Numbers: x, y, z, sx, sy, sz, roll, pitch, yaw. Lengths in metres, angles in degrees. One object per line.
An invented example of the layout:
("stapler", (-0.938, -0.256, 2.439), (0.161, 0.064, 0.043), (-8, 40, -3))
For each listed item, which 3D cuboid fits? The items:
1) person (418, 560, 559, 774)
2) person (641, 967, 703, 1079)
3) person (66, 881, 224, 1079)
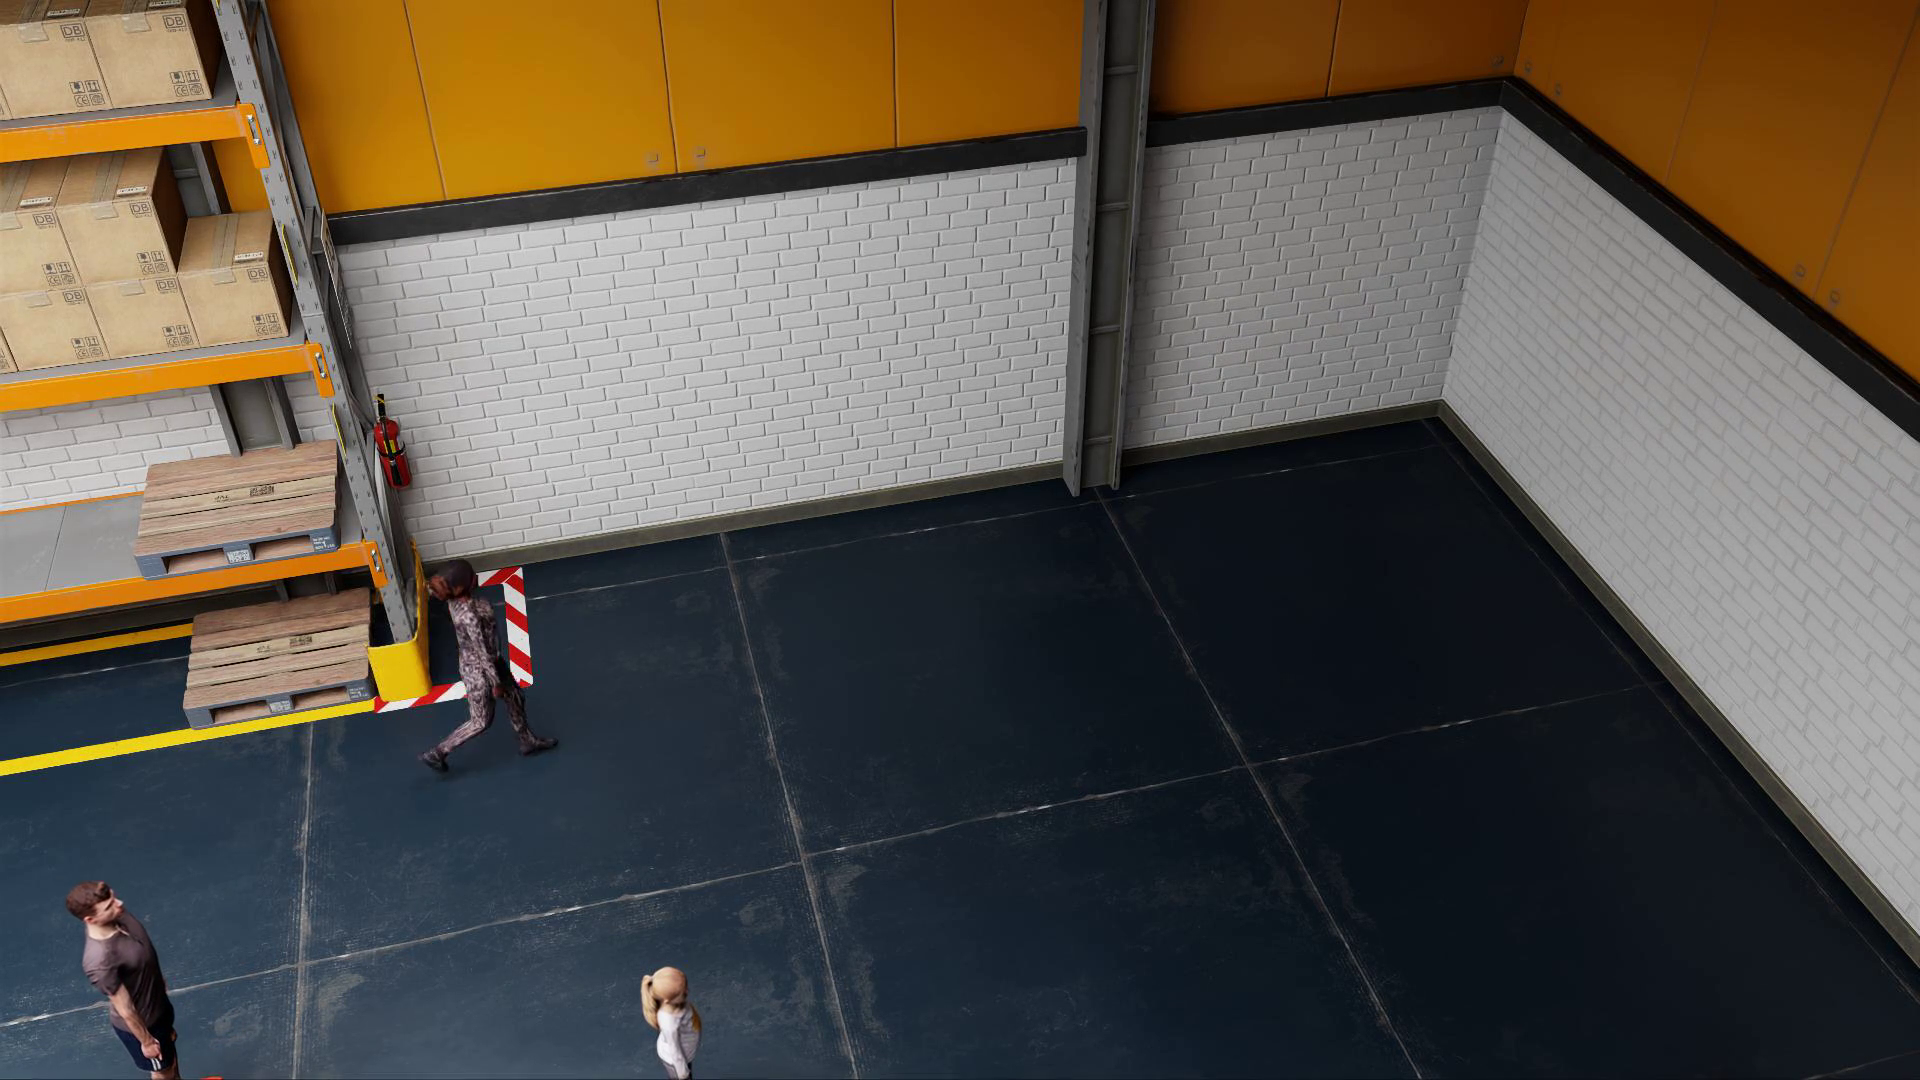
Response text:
("person", (-3.088, 0.845, 10.468), (1.111, 1.687, 0.644), (-14, 41, -17))
("person", (-1.459, 2.622, 8.571), (0.513, 1.277, 0.496), (-6, 39, -7))
("person", (-4.151, 2.364, 8.434), (0.550, 1.851, 0.669), (-12, 40, -15))
